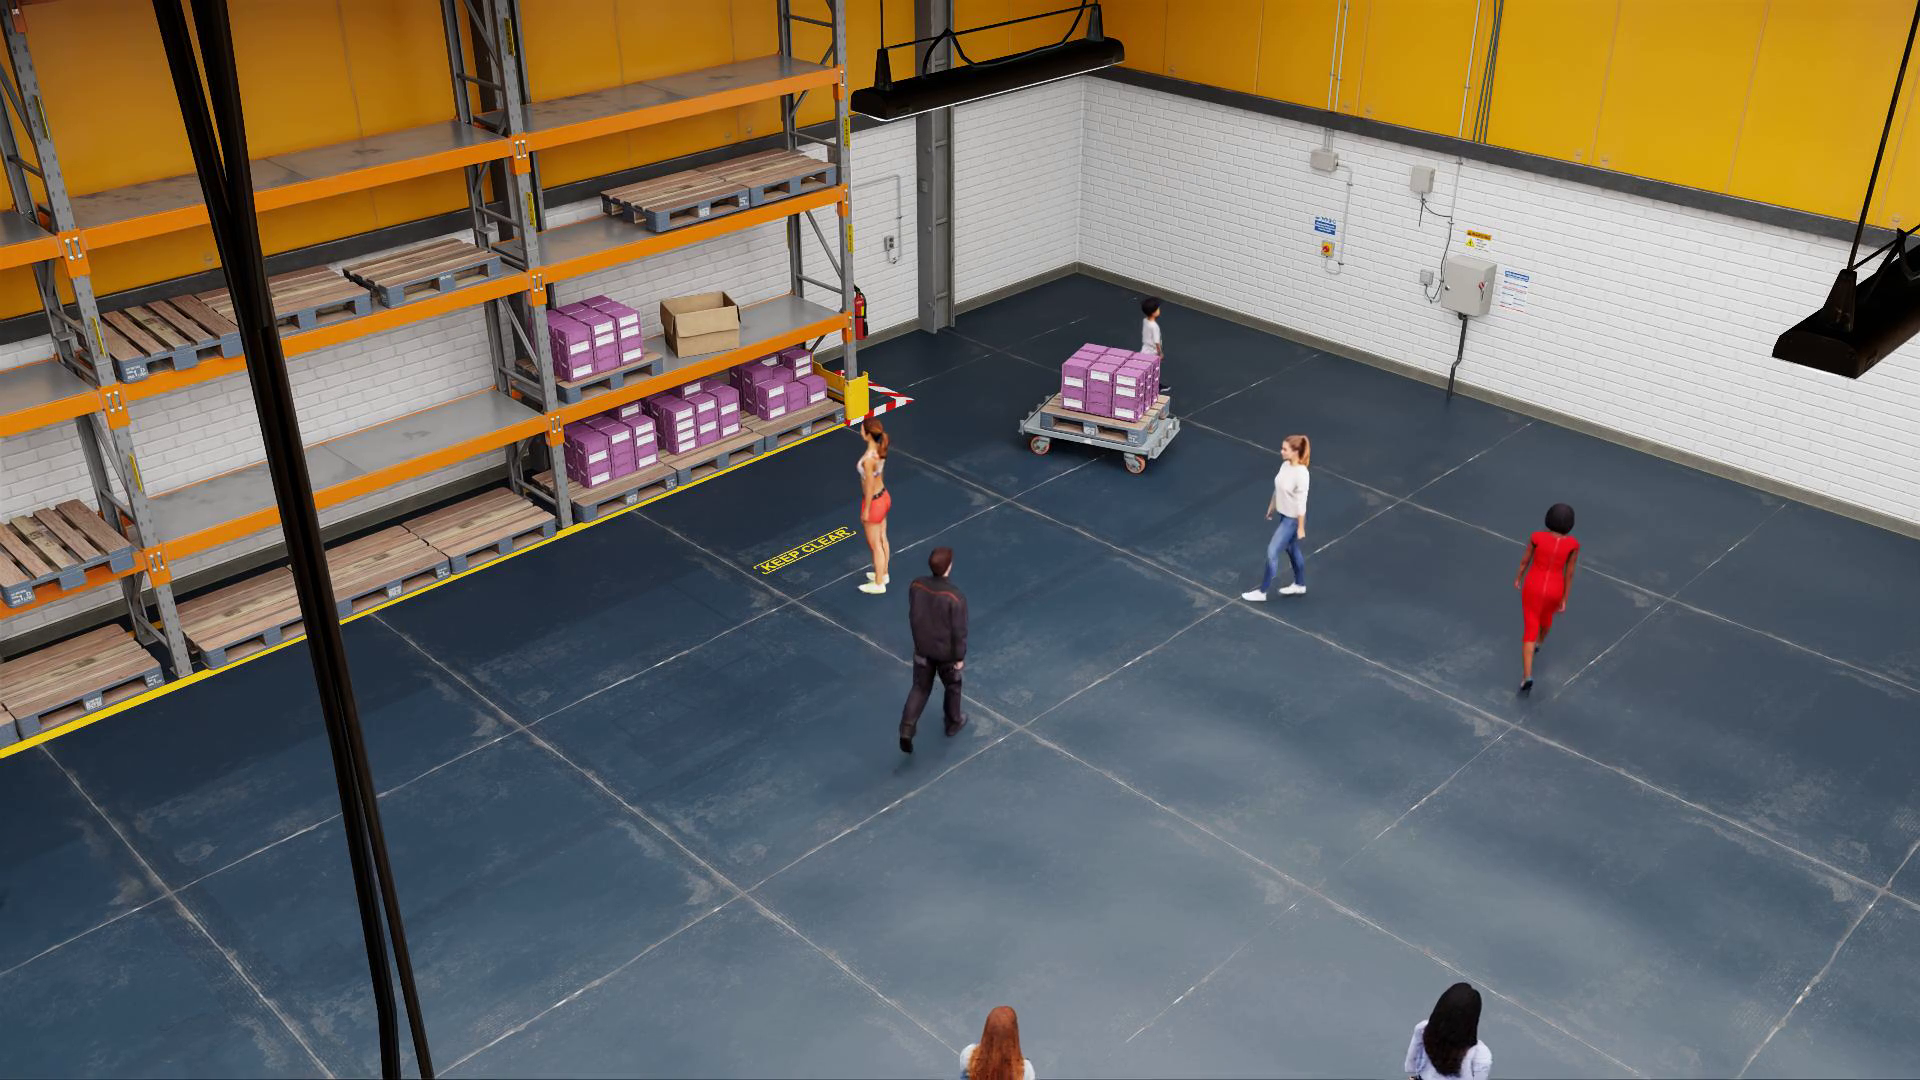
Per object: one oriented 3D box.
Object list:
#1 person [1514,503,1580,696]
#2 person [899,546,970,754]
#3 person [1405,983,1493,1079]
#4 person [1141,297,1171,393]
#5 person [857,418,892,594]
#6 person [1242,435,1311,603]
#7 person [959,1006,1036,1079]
[{"bbox_3d":[5.019,0.530,14.350,0.985,1.697,1.184,6,29,11],"label":"person"},{"bbox_3d":[-0.238,0.917,13.517,0.924,1.815,1.155,14,32,24],"label":"person"},{"bbox_3d":[2.647,3.263,9.338,0.785,1.700,1.202,18,34,30],"label":"person"},{"bbox_3d":[2.254,-2.289,19.990,0.864,1.245,0.723,-7,29,-12],"label":"person"},{"bbox_3d":[-0.799,-0.334,15.836,0.724,1.792,0.634,8,30,15],"label":"person"},{"bbox_3d":[3.196,-0.195,15.681,1.028,1.696,0.929,-4,29,-7],"label":"person"},{"bbox_3d":[0.171,3.339,9.235,0.960,1.664,1.187,9,30,16],"label":"person"}]
